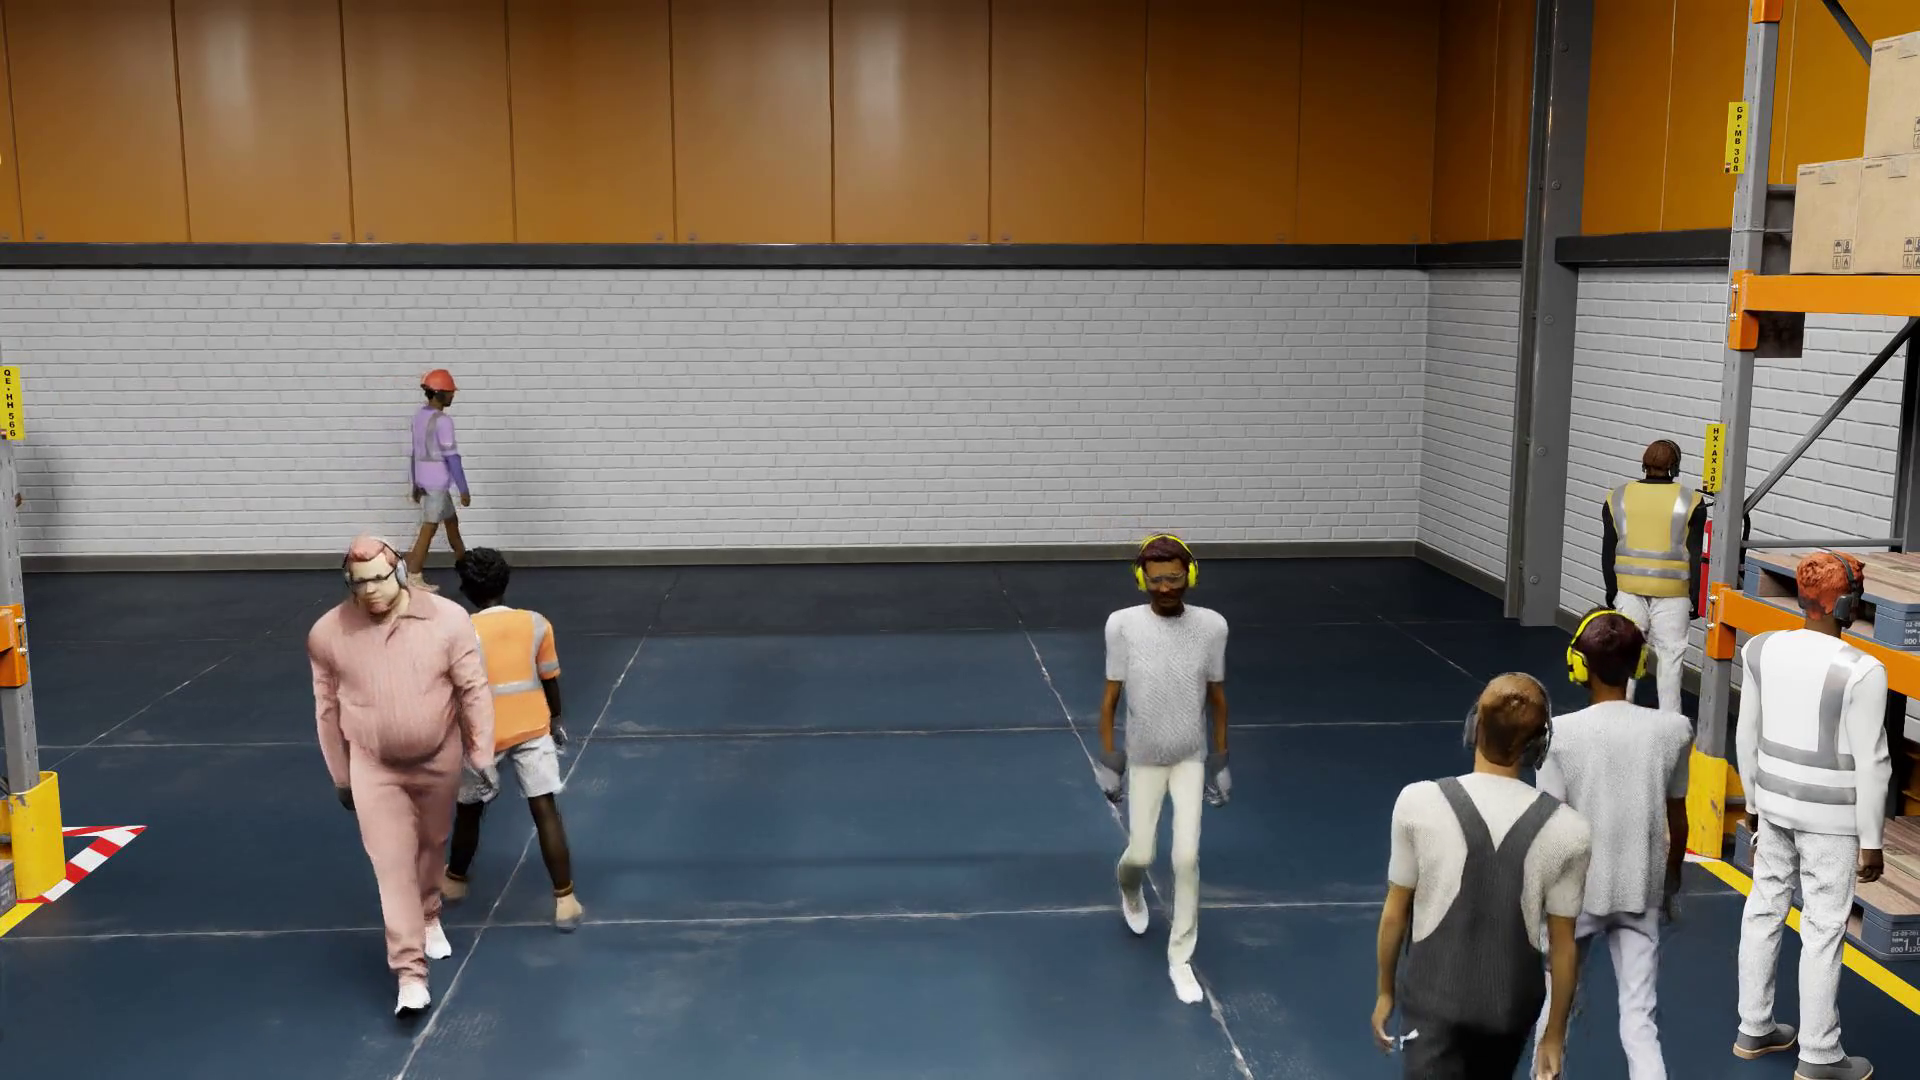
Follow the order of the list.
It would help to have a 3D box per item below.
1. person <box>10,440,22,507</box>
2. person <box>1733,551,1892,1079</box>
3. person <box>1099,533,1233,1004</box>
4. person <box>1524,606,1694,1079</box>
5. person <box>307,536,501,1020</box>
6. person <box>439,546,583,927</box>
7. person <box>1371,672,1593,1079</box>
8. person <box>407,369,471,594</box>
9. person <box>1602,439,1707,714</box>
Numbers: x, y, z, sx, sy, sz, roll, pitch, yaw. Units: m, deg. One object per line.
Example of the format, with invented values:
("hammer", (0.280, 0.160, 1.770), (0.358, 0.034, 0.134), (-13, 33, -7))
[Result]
("person", (-8.829, -0.453, 14.982), (0.636, 1.821, 0.452), (-5, 10, -27))
("person", (2.996, 0.972, 5.853), (0.356, 1.883, 0.573), (-4, 10, -24))
("person", (0.825, 0.865, 6.693), (0.535, 1.839, 0.683), (0, 9, -3))
("person", (2.017, 1.118, 5.134), (0.532, 1.827, 0.971), (1, 9, 6))
("person", (-2.181, 0.885, 6.538), (0.649, 1.832, 1.034), (-4, 10, -25))
("person", (-2.021, 0.853, 7.318), (0.601, 1.637, 0.887), (-8, 12, -40))
("person", (1.346, 1.253, 4.311), (0.531, 1.814, 0.823), (1, 9, 8))
("person", (-4.585, -0.520, 14.885), (1.014, 1.990, 0.640), (-8, 12, -39))
("person", (4.246, 0.305, 10.170), (0.622, 1.844, 0.429), (7, 12, 38))
